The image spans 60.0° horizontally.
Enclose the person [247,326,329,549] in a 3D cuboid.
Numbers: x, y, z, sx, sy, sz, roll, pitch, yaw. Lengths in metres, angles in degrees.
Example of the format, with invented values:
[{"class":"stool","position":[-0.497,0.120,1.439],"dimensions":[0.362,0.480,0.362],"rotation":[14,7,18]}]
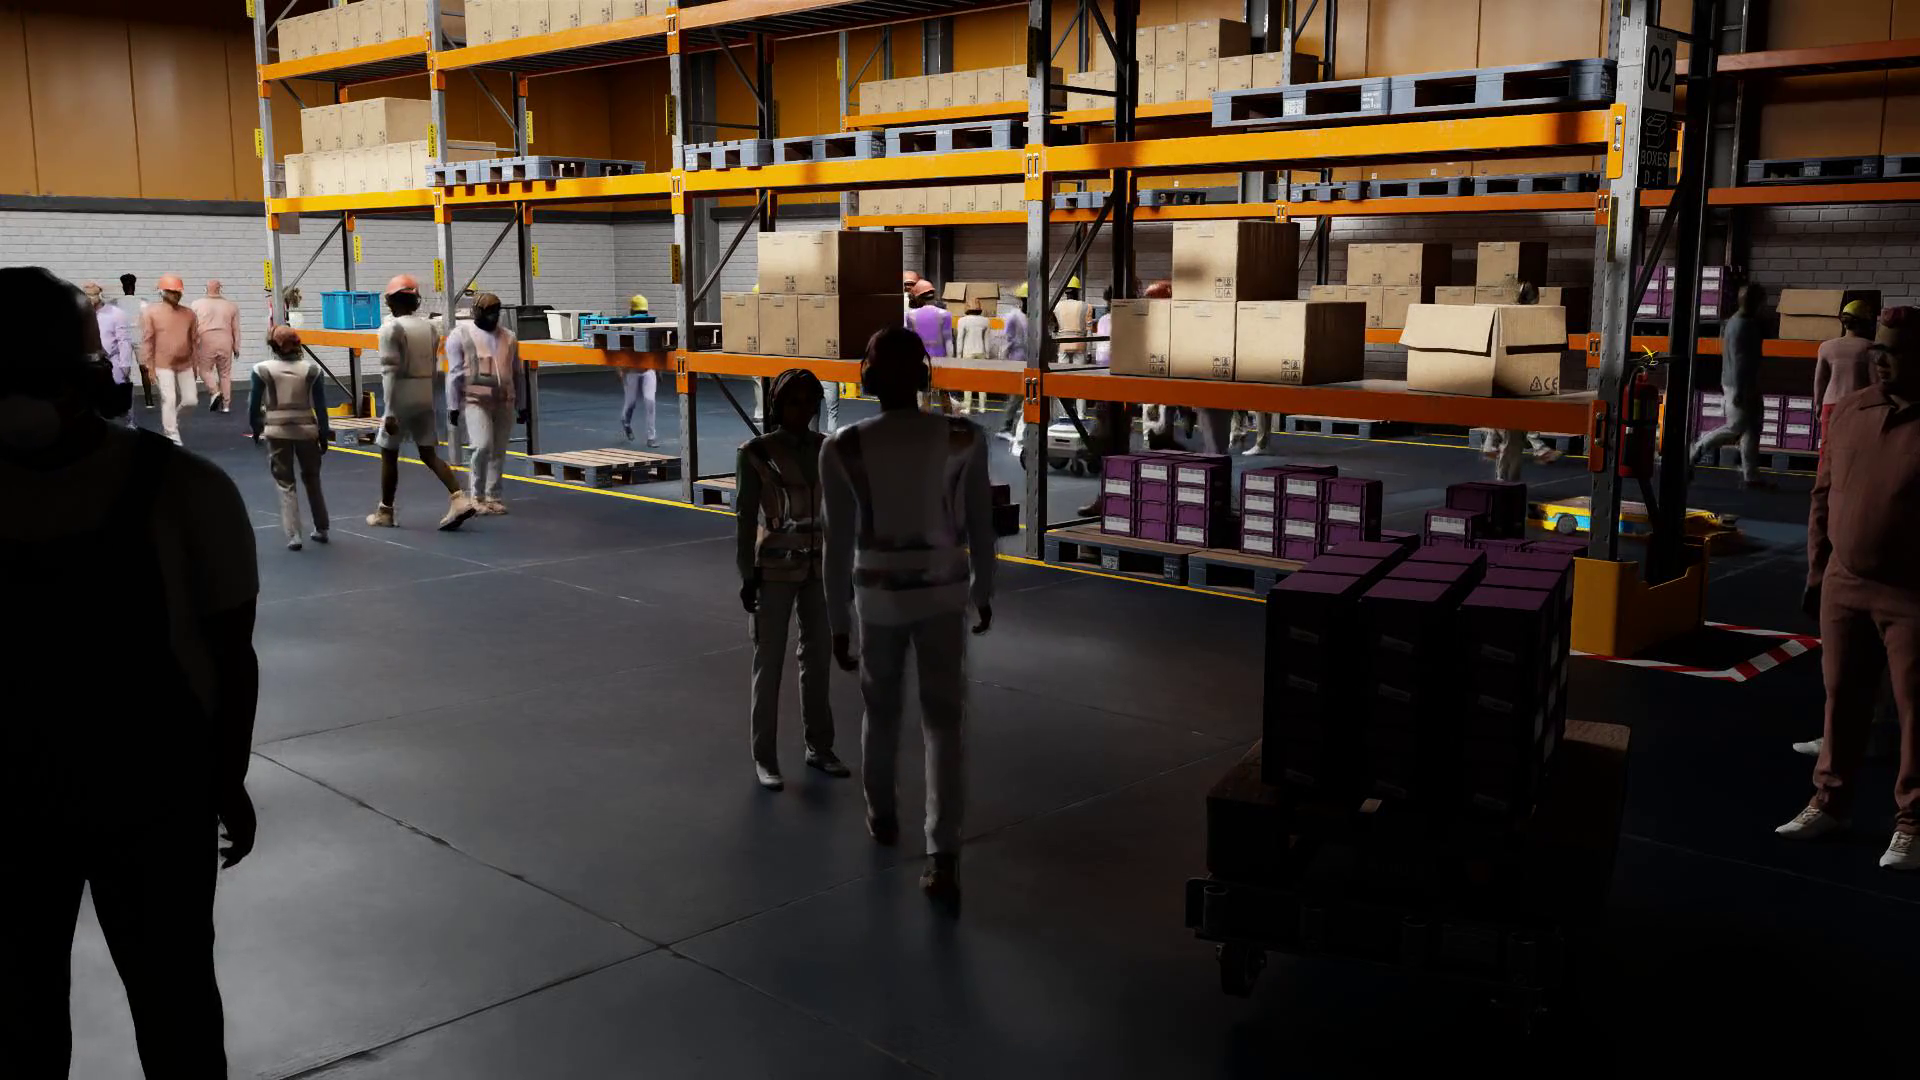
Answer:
[{"class":"person","position":[-4.862,-0.743,12.069],"dimensions":[0.531,1.614,0.556],"rotation":[-5,11,-29]}]

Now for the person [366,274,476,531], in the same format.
[{"class":"person","position":[-4.199,-1.060,12.891],"dimensions":[1.002,1.996,0.619],"rotation":[4,10,25]}]

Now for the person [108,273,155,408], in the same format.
[{"class":"person","position":[-11.974,-2.872,24.083],"dimensions":[0.606,1.958,0.375],"rotation":[-4,10,-22]}]

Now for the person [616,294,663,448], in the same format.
[{"class":"person","position":[-3.681,-1.933,18.986],"dimensions":[0.553,1.743,0.601],"rotation":[-4,10,-23]}]

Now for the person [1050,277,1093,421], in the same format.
[{"class":"person","position":[1.474,-2.533,22.112],"dimensions":[0.585,1.921,0.383],"rotation":[1,9,7]}]

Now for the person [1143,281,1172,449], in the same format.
[{"class":"person","position":[2.266,-1.968,18.766],"dimensions":[0.356,1.883,0.574],"rotation":[8,12,42]}]

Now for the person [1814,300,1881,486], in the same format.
[{"class":"person","position":[7.367,-1.101,13.808],"dimensions":[0.329,1.765,0.527],"rotation":[-8,12,-41]}]

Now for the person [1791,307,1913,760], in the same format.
[{"class":"person","position":[3.949,-0.007,6.774],"dimensions":[0.832,1.877,0.638],"rotation":[3,10,19]}]

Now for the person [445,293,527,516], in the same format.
[{"class":"person","position":[-3.842,-1.100,13.602],"dimensions":[0.651,1.826,0.475],"rotation":[-9,13,-43]}]

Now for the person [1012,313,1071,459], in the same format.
[{"class":"person","position":[0.901,-1.648,17.715],"dimensions":[0.888,1.579,0.504],"rotation":[9,13,43]}]

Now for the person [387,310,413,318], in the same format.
[{"class":"person","position":[-7.328,-2.395,21.876],"dimensions":[0.448,1.723,0.482],"rotation":[7,11,36]}]

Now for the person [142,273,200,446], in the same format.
[{"class":"person","position":[-8.585,-1.906,18.075],"dimensions":[0.569,1.981,0.616],"rotation":[7,12,36]}]

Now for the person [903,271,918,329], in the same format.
[{"class":"person","position":[-0.680,-2.678,22.770],"dimensions":[0.623,1.992,0.396],"rotation":[-2,9,-12]}]

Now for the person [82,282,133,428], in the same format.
[{"class":"person","position":[-9.946,-2.059,19.325],"dimensions":[0.641,1.883,0.840],"rotation":[-1,9,-9]}]

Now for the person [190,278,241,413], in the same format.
[{"class":"person","position":[-10.397,-2.702,23.233],"dimensions":[0.671,1.891,0.473],"rotation":[-7,11,-36]}]

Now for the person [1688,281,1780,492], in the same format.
[{"class":"person","position":[7.054,-1.395,15.163],"dimensions":[0.833,1.916,0.640],"rotation":[6,11,32]}]

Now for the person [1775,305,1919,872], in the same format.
[{"class":"person","position":[3.161,0.160,5.659],"dimensions":[0.403,1.904,0.637],"rotation":[-5,11,-30]}]

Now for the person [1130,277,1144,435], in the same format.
[{"class":"person","position":[2.056,-2.263,20.402],"dimensions":[0.351,1.936,0.634],"rotation":[-2,9,-11]}]

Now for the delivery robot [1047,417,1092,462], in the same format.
[{"class":"delivery robot","position":[1.022,-0.974,16.444],"dimensions":[0.707,0.478,0.477],"rotation":[8,12,41]}]

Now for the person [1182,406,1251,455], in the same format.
[{"class":"person","position":[1.968,-1.005,13.041],"dimensions":[0.496,1.836,0.825],"rotation":[-5,10,-26]}]

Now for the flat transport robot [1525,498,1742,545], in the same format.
[{"class":"flat transport robot","position":[5.040,-0.150,12.542],"dimensions":[0.652,0.197,1.431],"rotation":[-7,12,-38]}]

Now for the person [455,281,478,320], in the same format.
[{"class":"person","position":[-8.277,-3.491,28.254],"dimensions":[0.600,1.831,0.404],"rotation":[0,9,0]}]

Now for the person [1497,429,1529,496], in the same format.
[{"class":"person","position":[4.920,-1.183,14.721],"dimensions":[0.616,1.621,0.407],"rotation":[-3,10,-16]}]

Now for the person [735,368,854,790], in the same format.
[{"class":"person","position":[-0.646,0.145,6.550],"dimensions":[0.522,1.640,0.306],"rotation":[-6,11,-35]}]

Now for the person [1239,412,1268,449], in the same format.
[{"class":"person","position":[3.265,-1.838,18.531],"dimensions":[0.541,1.695,0.316],"rotation":[5,11,28]}]

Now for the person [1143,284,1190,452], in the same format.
[{"class":"person","position":[1.847,-1.243,14.290],"dimensions":[0.885,1.907,0.552],"rotation":[7,11,35]}]

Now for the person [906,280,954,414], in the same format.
[{"class":"person","position":[-0.330,-2.054,19.300],"dimensions":[0.564,1.881,0.803],"rotation":[1,9,6]}]

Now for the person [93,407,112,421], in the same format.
[{"class":"person","position":[-3.799,-0.023,6.995],"dimensions":[0.445,1.826,0.588],"rotation":[7,12,38]}]

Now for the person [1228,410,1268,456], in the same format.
[{"class":"person","position":[3.037,-1.811,17.900],"dimensions":[0.719,1.846,0.537],"rotation":[-1,9,-8]}]

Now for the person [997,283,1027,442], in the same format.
[{"class":"person","position":[0.777,-2.034,19.220],"dimensions":[1.043,1.865,0.604],"rotation":[9,13,43]}]

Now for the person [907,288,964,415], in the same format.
[{"class":"person","position":[-0.324,-2.257,20.786],"dimensions":[0.688,1.809,0.644],"rotation":[-2,10,-14]}]

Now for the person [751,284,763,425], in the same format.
[{"class":"person","position":[-2.560,-2.406,21.608],"dimensions":[0.600,1.827,0.404],"rotation":[-9,13,-44]}]

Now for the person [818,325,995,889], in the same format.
[{"class":"person","position":[-0.171,0.208,5.549],"dimensions":[0.585,1.849,0.937],"rotation":[0,9,-2]}]

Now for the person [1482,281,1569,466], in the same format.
[{"class":"person","position":[5.850,-1.707,17.138],"dimensions":[1.000,1.885,0.658],"rotation":[9,13,44]}]

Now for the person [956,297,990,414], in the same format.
[{"class":"person","position":[0.189,-2.579,23.295],"dimensions":[0.502,1.627,0.272],"rotation":[-4,10,-25]}]

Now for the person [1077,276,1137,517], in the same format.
[{"class":"person","position":[1.310,-1.156,13.417],"dimensions":[0.599,1.999,0.647],"rotation":[7,12,37]}]

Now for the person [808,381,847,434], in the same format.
[{"class":"person","position":[-1.436,-1.651,17.577],"dimensions":[0.500,1.635,0.287],"rotation":[2,10,14]}]

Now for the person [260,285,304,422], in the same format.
[{"class":"person","position":[-8.351,-2.227,20.539],"dimensions":[0.520,1.827,0.675],"rotation":[5,11,29]}]
